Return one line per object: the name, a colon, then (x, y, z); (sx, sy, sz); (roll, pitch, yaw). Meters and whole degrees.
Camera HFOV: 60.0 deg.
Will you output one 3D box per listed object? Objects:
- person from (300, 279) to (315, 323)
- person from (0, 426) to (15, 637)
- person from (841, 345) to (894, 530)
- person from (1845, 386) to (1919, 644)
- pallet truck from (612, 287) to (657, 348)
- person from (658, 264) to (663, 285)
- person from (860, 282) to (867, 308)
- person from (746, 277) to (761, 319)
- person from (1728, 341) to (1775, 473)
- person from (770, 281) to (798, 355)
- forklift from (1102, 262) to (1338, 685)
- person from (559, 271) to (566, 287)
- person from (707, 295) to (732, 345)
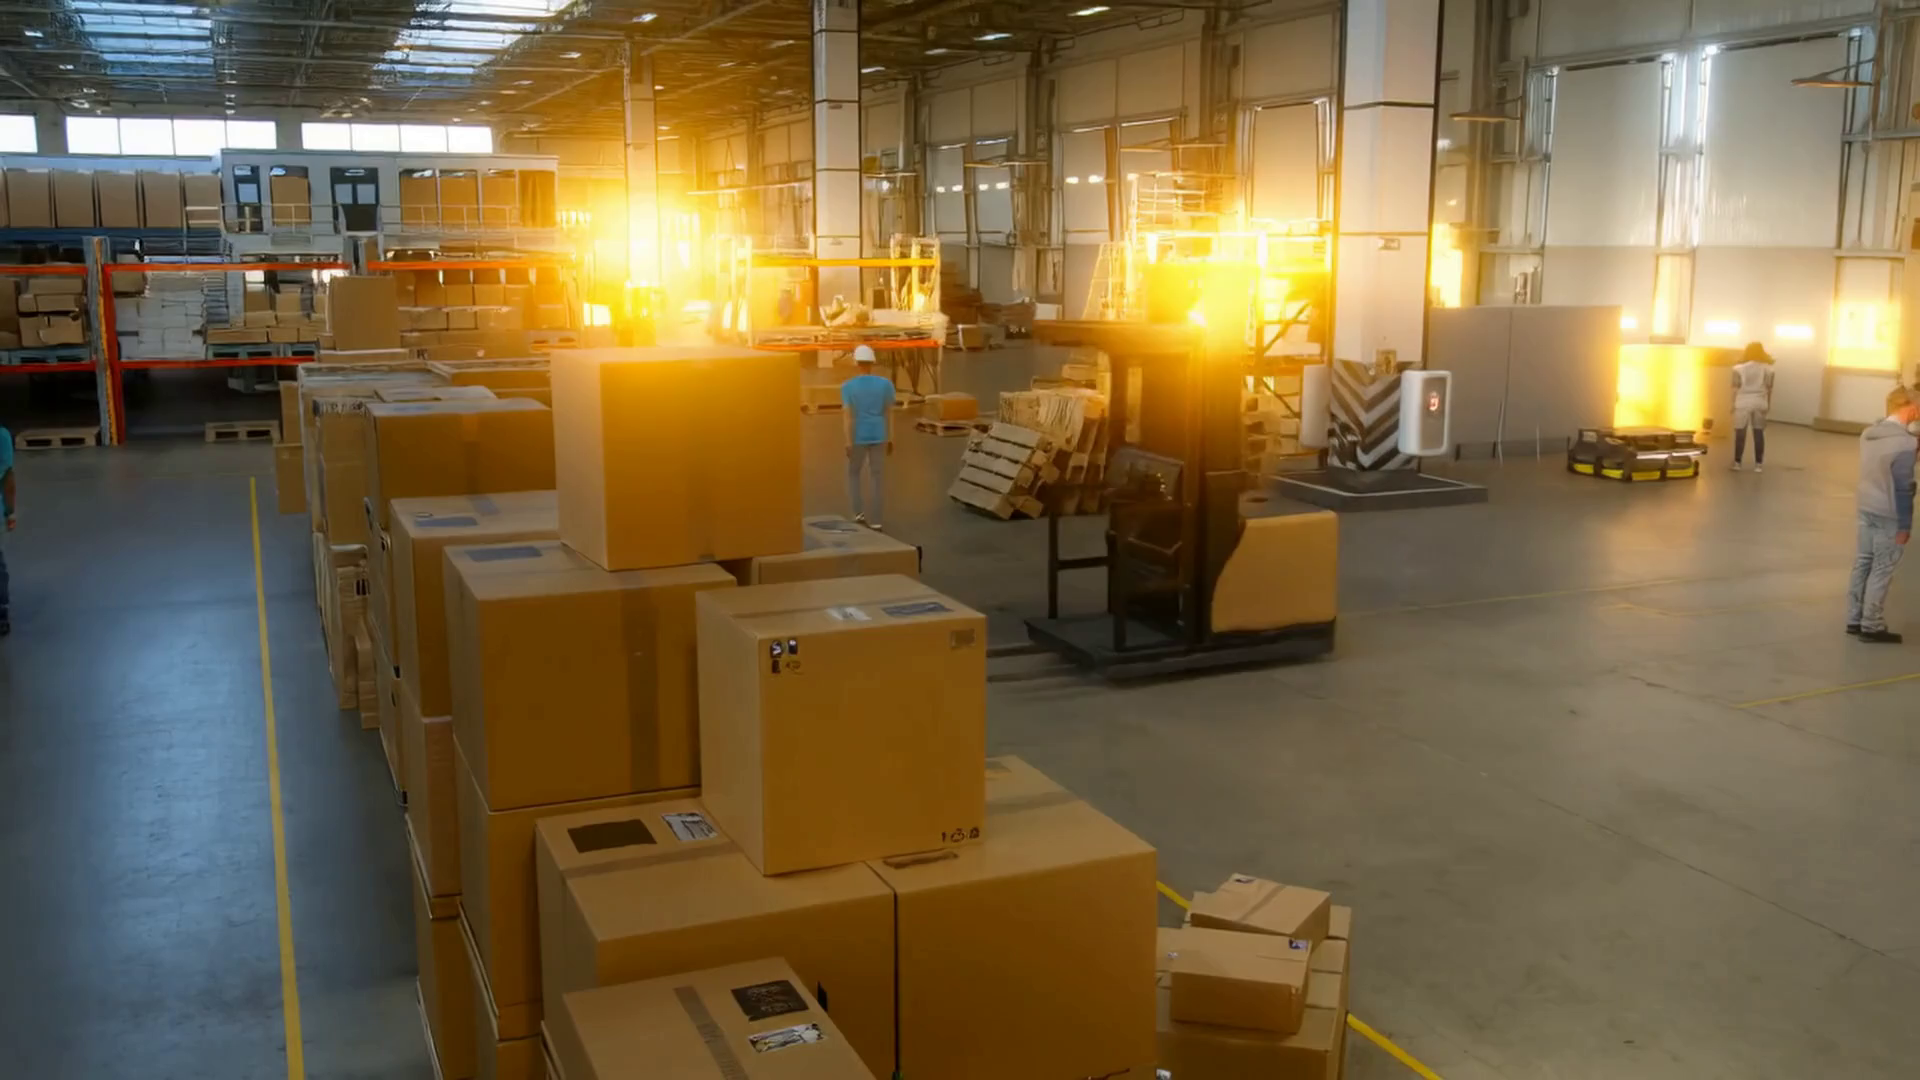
person: (-17.033, -5.831, 43.422); (0.373, 1.940, 0.628); (-10, 14, -43)
person: (-7.436, -0.221, 12.497); (0.627, 1.941, 0.370); (-3, 11, -16)
person: (-0.961, -1.058, 17.218); (0.604, 1.906, 0.610); (-4, 11, -19)
person: (6.866, -0.182, 12.336); (0.390, 1.928, 0.636); (0, 10, 1)
pallet truck: (-6.464, -4.406, 35.401); (0.823, 1.965, 1.885); (6, 12, 32)
person: (-13.436, -11.245, 73.263); (0.692, 1.948, 0.706); (-2, 10, -10)
person: (-3.355, -7.735, 54.216); (0.624, 1.831, 0.618); (1, 10, 3)
person: (-7.846, -9.118, 62.141); (0.852, 1.709, 0.484); (3, 11, 15)
person: (10.156, -1.711, 21.369); (0.539, 1.698, 0.319); (2, 10, 10)
person: (-4.605, -5.749, 43.107); (0.975, 1.882, 0.565); (4, 11, 22)
forklift: (1.640, -0.545, 11.691); (1.873, 2.768, 1.129); (-4, 11, -23)
person: (-13.719, -8.293, 57.169); (0.630, 1.875, 0.357); (7, 13, 35)
person: (-5.087, -4.303, 35.361); (0.647, 1.813, 0.513); (4, 11, 21)
